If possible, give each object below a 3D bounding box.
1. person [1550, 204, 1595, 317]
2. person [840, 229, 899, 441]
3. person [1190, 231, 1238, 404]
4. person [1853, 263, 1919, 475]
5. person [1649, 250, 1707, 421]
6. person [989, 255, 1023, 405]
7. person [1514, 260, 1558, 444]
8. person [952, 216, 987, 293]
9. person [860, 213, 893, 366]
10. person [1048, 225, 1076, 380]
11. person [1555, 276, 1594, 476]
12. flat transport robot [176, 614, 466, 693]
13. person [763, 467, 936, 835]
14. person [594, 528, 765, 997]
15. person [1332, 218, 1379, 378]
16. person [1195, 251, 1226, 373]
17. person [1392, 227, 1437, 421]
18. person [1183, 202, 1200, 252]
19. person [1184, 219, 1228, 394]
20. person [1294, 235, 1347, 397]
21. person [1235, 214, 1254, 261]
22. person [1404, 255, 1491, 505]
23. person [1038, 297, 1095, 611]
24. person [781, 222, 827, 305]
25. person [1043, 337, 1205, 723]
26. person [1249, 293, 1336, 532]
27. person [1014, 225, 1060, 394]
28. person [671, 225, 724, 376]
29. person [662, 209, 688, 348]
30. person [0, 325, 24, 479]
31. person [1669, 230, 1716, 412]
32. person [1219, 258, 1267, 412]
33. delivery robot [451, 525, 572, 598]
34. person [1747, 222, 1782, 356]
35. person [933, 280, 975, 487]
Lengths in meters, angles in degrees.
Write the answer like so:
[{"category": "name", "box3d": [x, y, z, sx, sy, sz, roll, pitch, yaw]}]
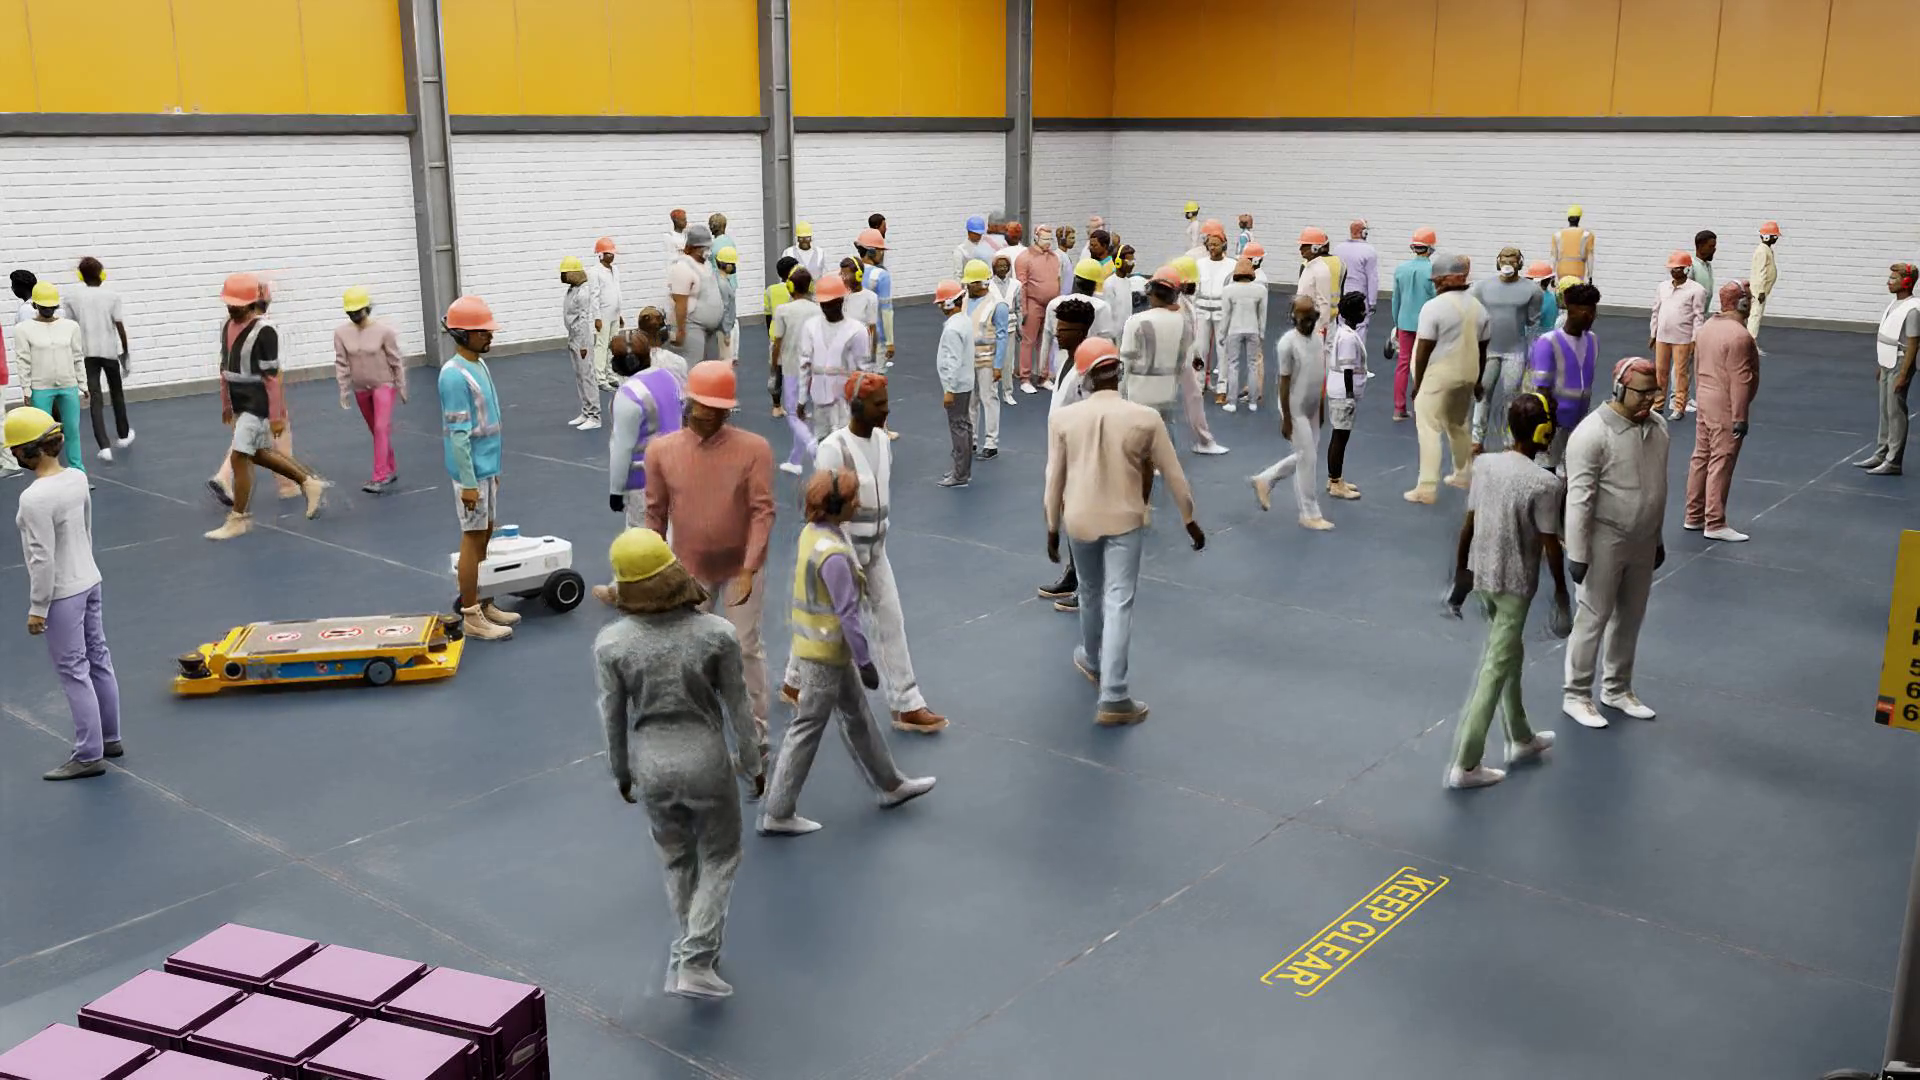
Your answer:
[{"category": "person", "box3d": [8.696, -3.820, 23.711, 0.600, 1.906, 0.748, 9, 16, 31]}, {"category": "person", "box3d": [-0.867, -1.959, 16.012, 0.605, 2.038, 0.395, 11, 18, 37]}, {"category": "person", "box3d": [2.780, -2.435, 18.225, 0.573, 1.883, 0.356, 6, 15, 23]}, {"category": "person", "box3d": [8.165, -1.482, 14.485, 0.392, 1.847, 0.563, 3, 14, 13]}, {"category": "person", "box3d": [7.371, -2.109, 17.184, 0.334, 1.749, 0.575, -9, 17, -31]}, {"category": "person", "box3d": [0.435, -2.278, 18.089, 0.514, 1.642, 0.310, -4, 15, -15]}, {"category": "person", "box3d": [5.478, -1.783, 15.880, 0.325, 1.752, 0.559, 11, 18, 38]}, {"category": "person", "box3d": [0.168, -2.979, 20.313, 0.619, 1.932, 0.420, -14, 19, -43]}, {"category": "person", "box3d": [-1.095, -3.157, 21.040, 0.372, 1.916, 0.597, -6, 15, -22]}, {"category": "person", "box3d": [1.219, -2.833, 19.919, 0.344, 1.840, 0.504, 3, 14, 14]}, {"category": "person", "box3d": [5.276, -1.425, 14.493, 0.483, 1.734, 0.319, -11, 18, -37]}, {"category": "flat transport robot", "box3d": [-3.537, 0.618, 9.292, 1.431, 0.197, 0.652, -3, 14, -11]}, {"category": "person", "box3d": [-0.492, 0.480, 7.156, 0.811, 1.594, 0.521, -3, 14, -10]}, {"category": "person", "box3d": [-0.956, 0.790, 5.705, 0.539, 1.704, 0.490, 0, 14, 1]}, {"category": "person", "box3d": [4.781, -2.914, 20.084, 0.400, 1.911, 0.645, -11, 18, -38]}, {"category": "person", "box3d": [3.123, -2.877, 20.494, 0.507, 1.633, 0.277, 13, 19, 42]}, {"category": "person", "box3d": [4.696, -2.187, 17.003, 0.375, 1.997, 0.608, -13, 19, -41]}, {"category": "person", "box3d": [3.851, -4.736, 27.680, 0.339, 1.761, 0.524, 1, 14, 2]}, {"category": "person", "box3d": [2.773, -2.623, 18.802, 0.652, 1.977, 0.447, -8, 16, -28]}, {"category": "person", "box3d": [3.990, -2.490, 18.544, 0.619, 1.837, 0.430, -7, 16, -27]}, {"category": "person", "box3d": [4.465, -4.285, 26.110, 0.307, 1.641, 0.514, 5, 15, 19]}, {"category": "person", "box3d": [4.013, -1.367, 13.638, 0.868, 2.000, 0.581, -9, 16, -31]}, {"category": "person", "box3d": [0.729, -0.540, 10.481, 0.365, 1.965, 0.608, -3, 14, -13]}, {"category": "person", "box3d": [-1.933, -3.060, 20.825, 0.600, 1.829, 0.404, -4, 15, -16]}, {"category": "person", "box3d": [0.837, -0.065, 8.671, 0.801, 1.934, 0.894, 4, 15, 17]}, {"category": "person", "box3d": [2.513, -0.973, 12.571, 0.538, 1.799, 0.725, -13, 19, -43]}, {"category": "person", "box3d": [0.920, -2.634, 18.984, 0.639, 1.903, 0.406, -12, 18, -39]}, {"category": "person", "box3d": [-2.776, -2.297, 17.355, 0.629, 2.000, 0.709, 4, 15, 15]}, {"category": "person", "box3d": [-3.834, -3.576, 22.793, 0.355, 1.880, 0.573, 5, 15, 20]}, {"category": "person", "box3d": [-8.446, -1.404, 14.399, 0.354, 1.737, 0.576, -13, 19, -43]}, {"category": "person", "box3d": [7.848, -2.346, 17.801, 0.393, 1.918, 0.591, 12, 18, 39]}, {"category": "person", "box3d": [3.003, -2.181, 17.713, 0.502, 1.632, 0.292, -1, 14, -4]}, {"category": "delivery robot", "box3d": [-2.798, 0.149, 10.400, 0.707, 0.478, 0.477, -13, 19, -41]}, {"category": "person", "box3d": [10.659, -3.335, 22.082, 0.324, 1.752, 0.562, 7, 15, 25]}, {"category": "person", "box3d": [-0.058, -1.321, 14.057, 0.344, 1.741, 0.561, 3, 14, 11]}]
